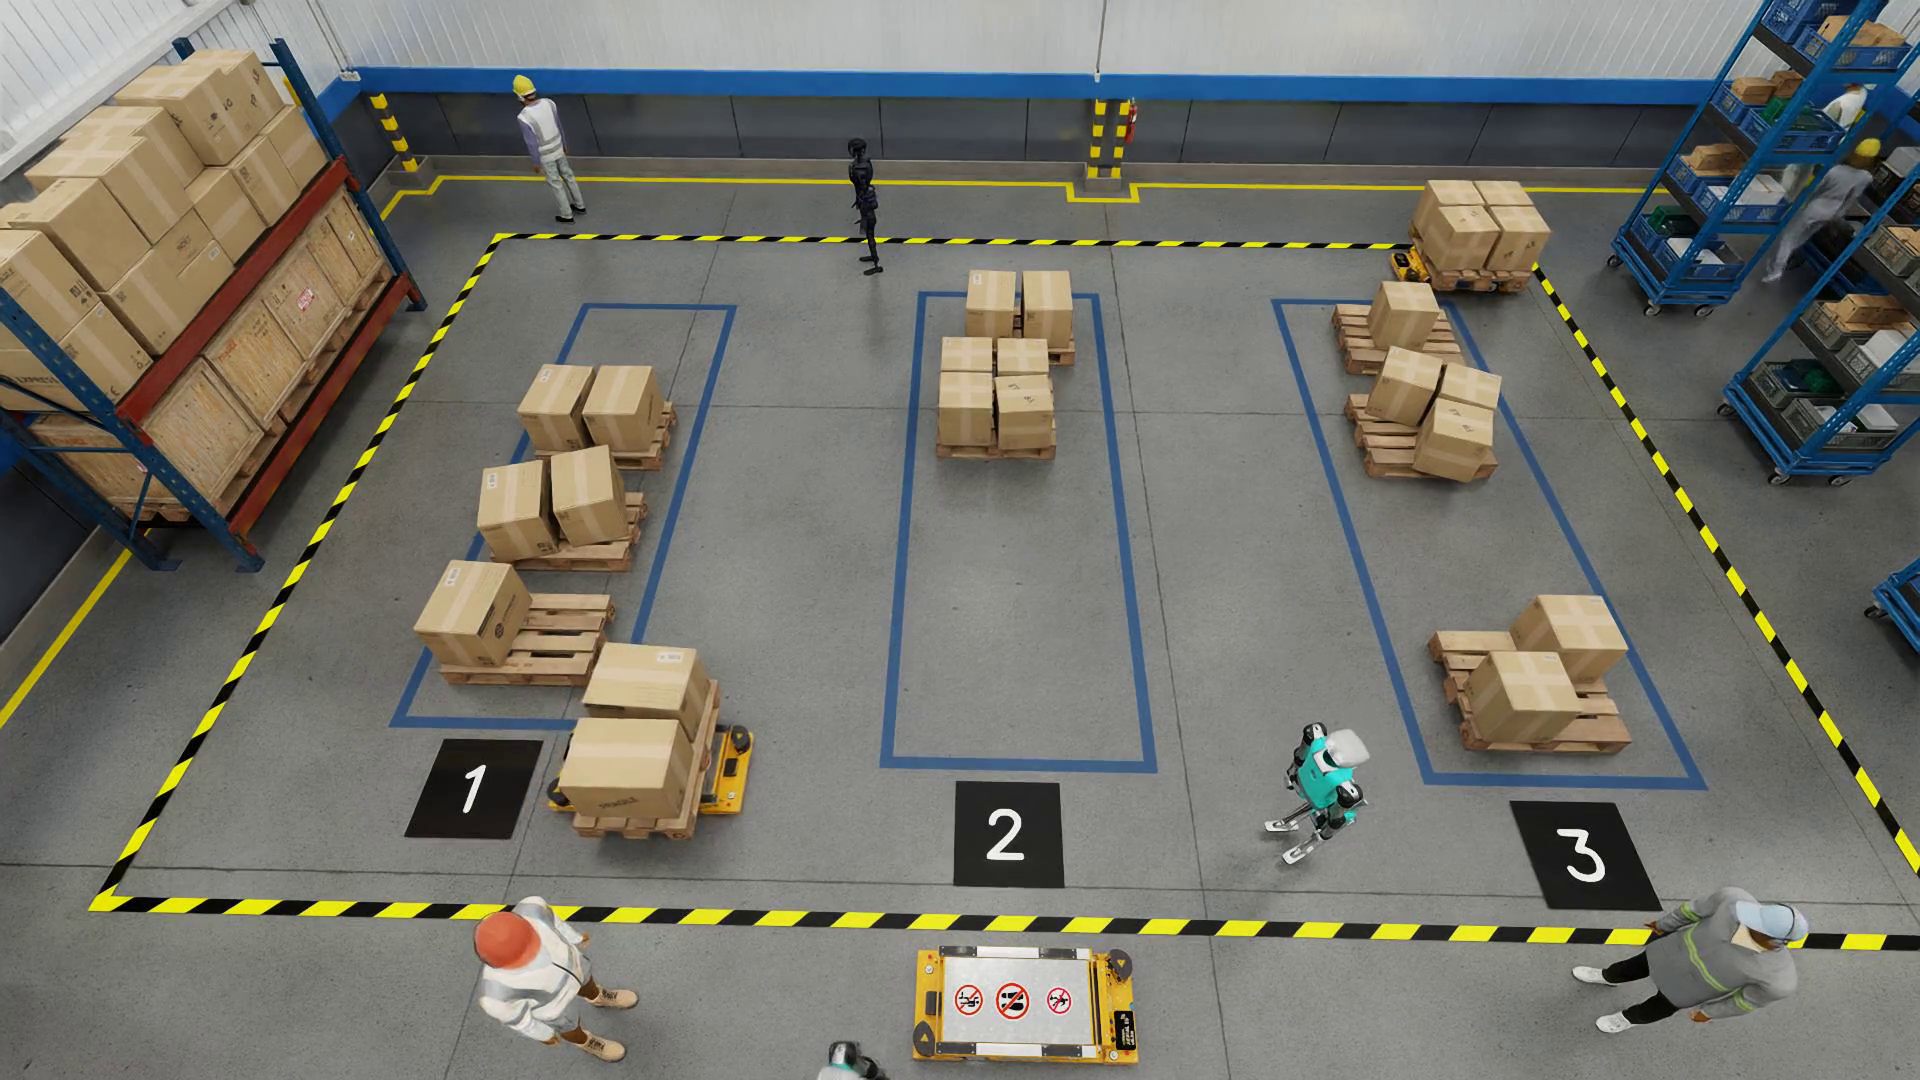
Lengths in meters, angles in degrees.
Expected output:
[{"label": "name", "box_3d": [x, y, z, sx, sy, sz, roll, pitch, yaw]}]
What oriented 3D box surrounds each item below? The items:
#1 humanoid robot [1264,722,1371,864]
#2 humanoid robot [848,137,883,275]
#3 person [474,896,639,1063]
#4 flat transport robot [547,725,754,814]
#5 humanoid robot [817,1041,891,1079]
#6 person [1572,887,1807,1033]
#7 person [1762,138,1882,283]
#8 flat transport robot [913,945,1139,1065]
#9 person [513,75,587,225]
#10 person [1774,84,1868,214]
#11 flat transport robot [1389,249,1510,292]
[{"label": "humanoid robot", "box_3d": [2.504, 1.674, 6.085, 0.735, 1.681, 0.533, -12, 52, -10]}, {"label": "humanoid robot", "box_3d": [-1.121, -3.908, 10.755, 0.315, 1.655, 0.599, -8, 51, -7]}, {"label": "person", "box_3d": [-2.298, 2.542, 5.271, 0.379, 2.039, 0.614, 3, 51, 2]}, {"label": "flat transport robot", "box_3d": [-2.360, 1.746, 7.044, 1.431, 0.197, 0.652, 1, 51, 1]}, {"label": "humanoid robot", "box_3d": [-0.294, 3.165, 4.966, 1.025, 1.718, 0.539, 2, 51, 2]}, {"label": "person", "box_3d": [4.301, 2.514, 5.415, 0.385, 1.849, 0.596, -2, 51, -1]}, {"label": "person", "box_3d": [9.955, -3.781, 10.629, 0.519, 1.715, 0.715, 19, 53, 15]}, {"label": "flat transport robot", "box_3d": [0.422, 3.041, 6.007, 1.431, 0.231, 0.659, 1, 51, 1]}, {"label": "person", "box_3d": [-5.137, -4.840, 11.422, 0.404, 1.829, 0.599, 19, 53, 15]}, {"label": "person", "box_3d": [10.863, -5.025, 11.575, 0.580, 1.832, 0.388, -25, 55, -19]}, {"label": "flat transport robot", "box_3d": [6.064, -3.312, 11.167, 1.431, 0.197, 0.652, 1, 51, 1]}]
